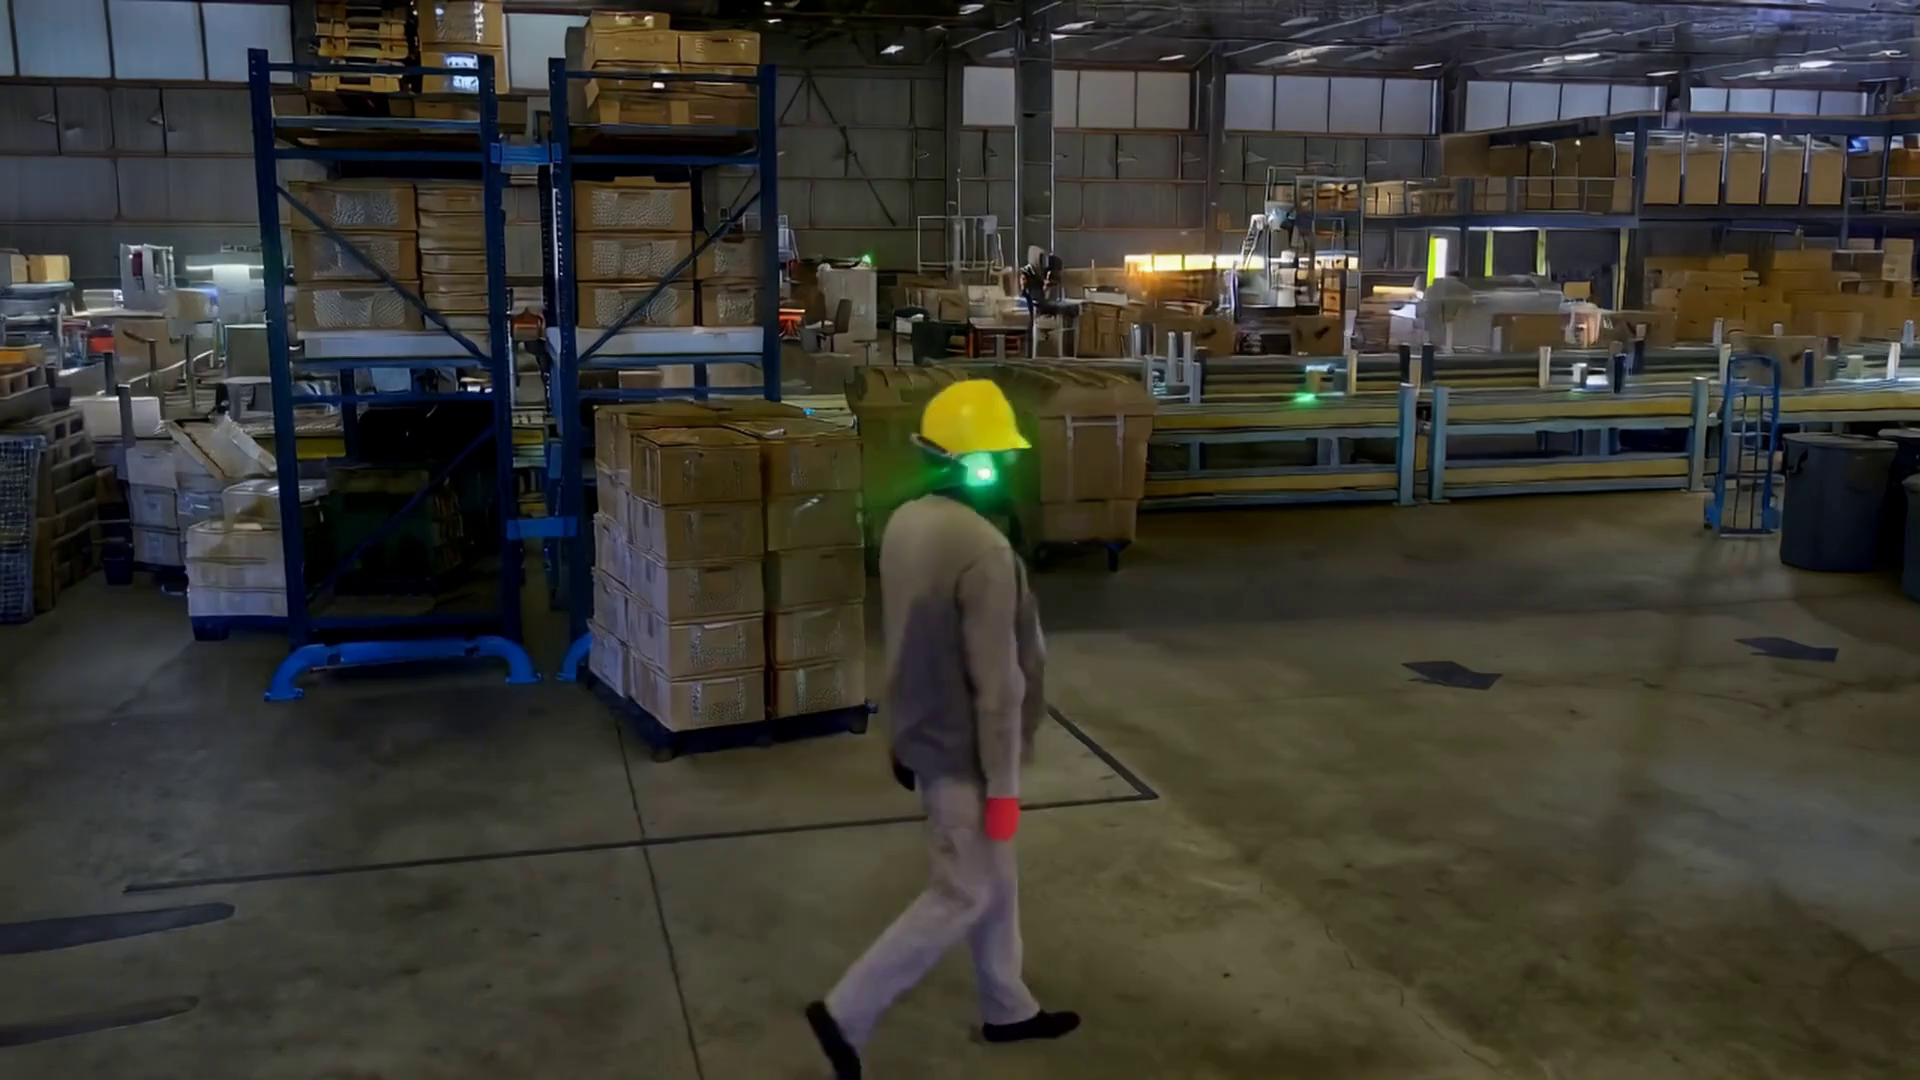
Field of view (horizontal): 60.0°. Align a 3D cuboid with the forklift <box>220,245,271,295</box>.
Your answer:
[{"bbox_3d":[-17.749,-6.334,41.440,1.157,1.987,2.680,-3,10,-17],"label":"forklift"}]

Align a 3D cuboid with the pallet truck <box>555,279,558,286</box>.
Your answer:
[{"bbox_3d":[-10.604,-6.375,44.520,0.653,1.274,1.630,-3,10,-15],"label":"pallet truck"}]

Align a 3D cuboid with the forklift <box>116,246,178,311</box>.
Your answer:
[{"bbox_3d":[-19.966,-6.232,40.894,1.157,1.987,2.680,-3,10,-15],"label":"forklift"}]

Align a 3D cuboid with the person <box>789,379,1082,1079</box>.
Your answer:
[{"bbox_3d":[-0.053,0.502,4.173,0.782,1.808,0.596,-4,11,-22],"label":"person"}]

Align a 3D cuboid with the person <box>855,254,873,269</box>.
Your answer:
[{"bbox_3d":[-2.917,-7.792,50.894,0.694,1.898,0.403,6,12,32],"label":"person"}]

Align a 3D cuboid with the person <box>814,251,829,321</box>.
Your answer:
[{"bbox_3d":[-3.940,-7.252,47.529,0.983,1.982,0.633,-8,13,-39],"label":"person"}]
